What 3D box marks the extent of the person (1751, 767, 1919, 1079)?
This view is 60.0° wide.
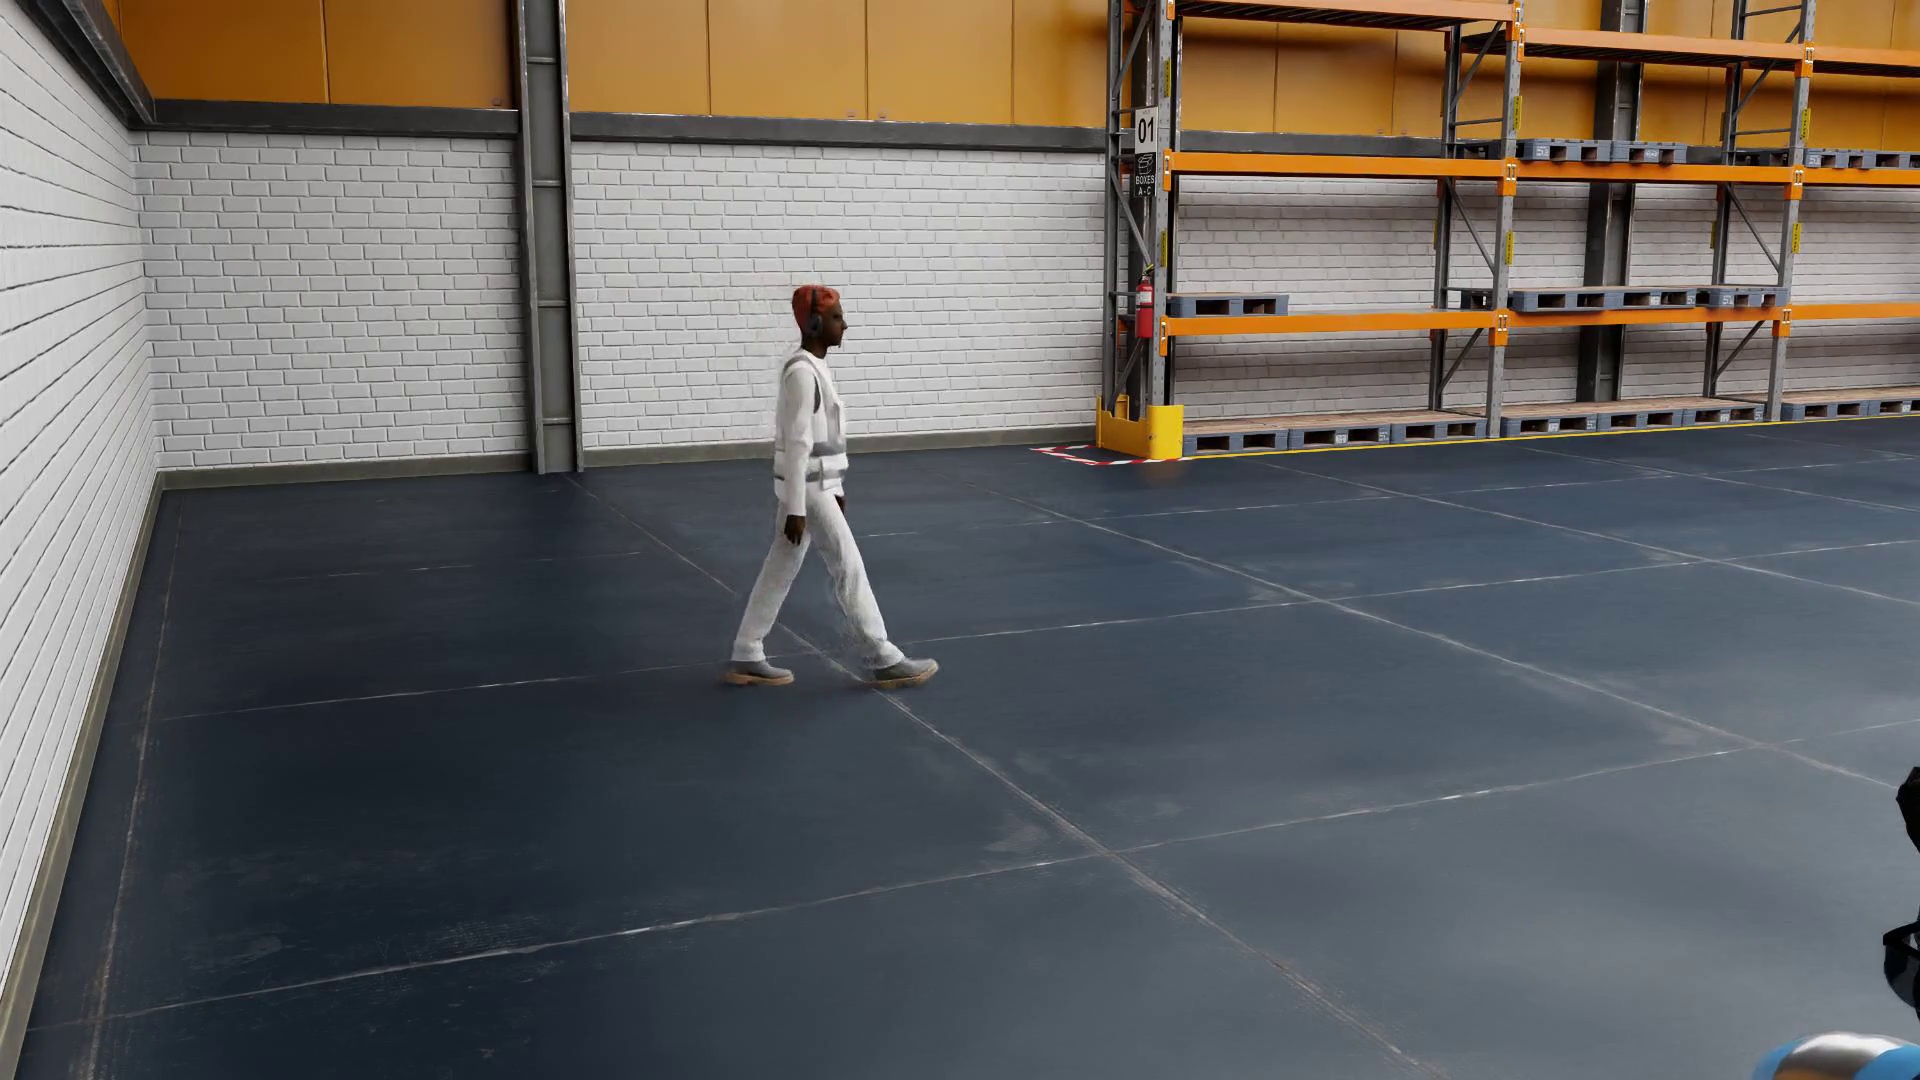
[{"bbox_3d":[0.771,0.961,1.264,0.317,1.695,0.540,-5,11,-28],"label":"person"}]

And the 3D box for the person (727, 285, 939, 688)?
[{"bbox_3d":[-0.622,-0.222,7.493,0.974,1.829,0.596,-1,10,-4],"label":"person"}]
